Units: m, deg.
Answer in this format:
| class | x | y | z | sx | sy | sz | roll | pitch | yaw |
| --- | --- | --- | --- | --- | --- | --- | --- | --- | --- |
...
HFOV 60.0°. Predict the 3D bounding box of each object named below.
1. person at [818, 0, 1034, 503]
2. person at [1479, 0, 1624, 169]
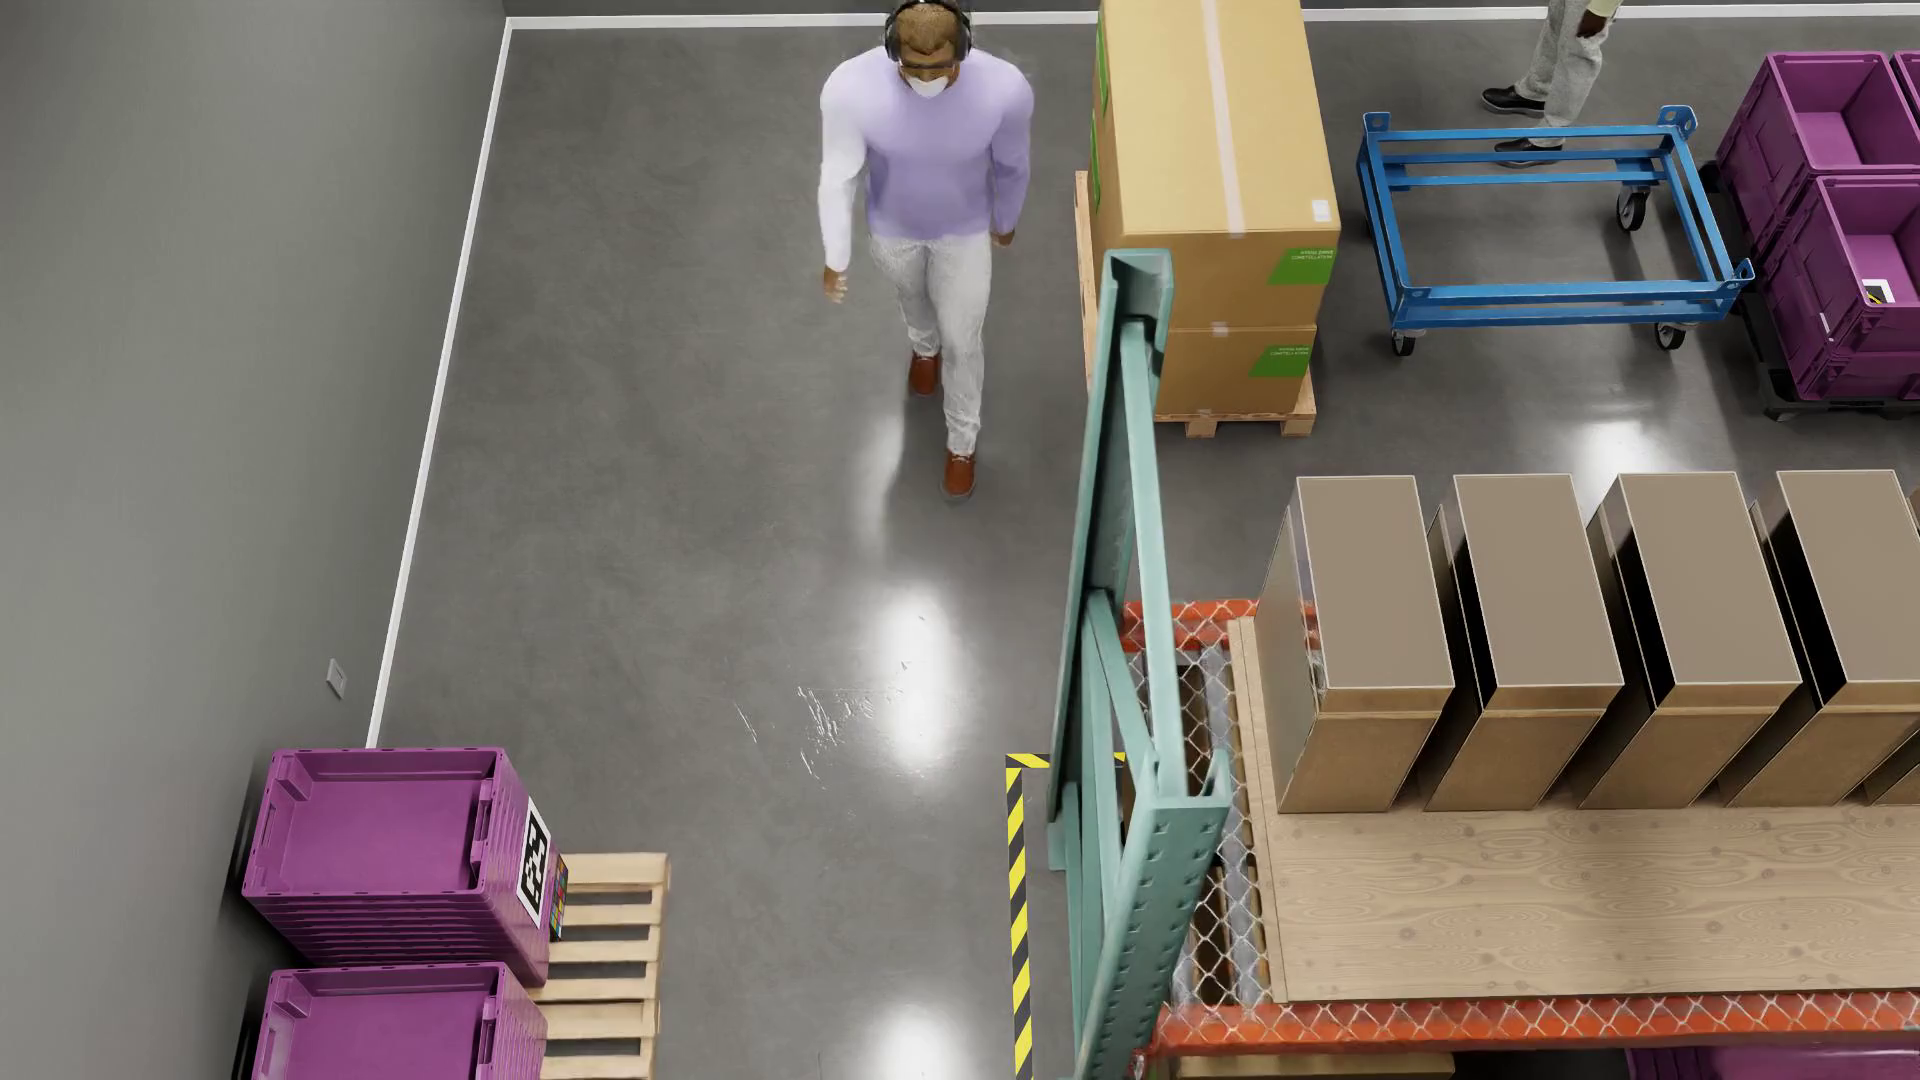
| class | x | y | z | sx | sy | sz | roll | pitch | yaw |
| --- | --- | --- | --- | --- | --- | --- | --- | --- | --- |
| person | -0.116 | -0.918 | 5.262 | 0.647 | 1.898 | 0.908 | 5 | 58 | 3 |
| person | 2.313 | -2.142 | 6.075 | 0.404 | 1.834 | 0.591 | 3 | 58 | 2 |
